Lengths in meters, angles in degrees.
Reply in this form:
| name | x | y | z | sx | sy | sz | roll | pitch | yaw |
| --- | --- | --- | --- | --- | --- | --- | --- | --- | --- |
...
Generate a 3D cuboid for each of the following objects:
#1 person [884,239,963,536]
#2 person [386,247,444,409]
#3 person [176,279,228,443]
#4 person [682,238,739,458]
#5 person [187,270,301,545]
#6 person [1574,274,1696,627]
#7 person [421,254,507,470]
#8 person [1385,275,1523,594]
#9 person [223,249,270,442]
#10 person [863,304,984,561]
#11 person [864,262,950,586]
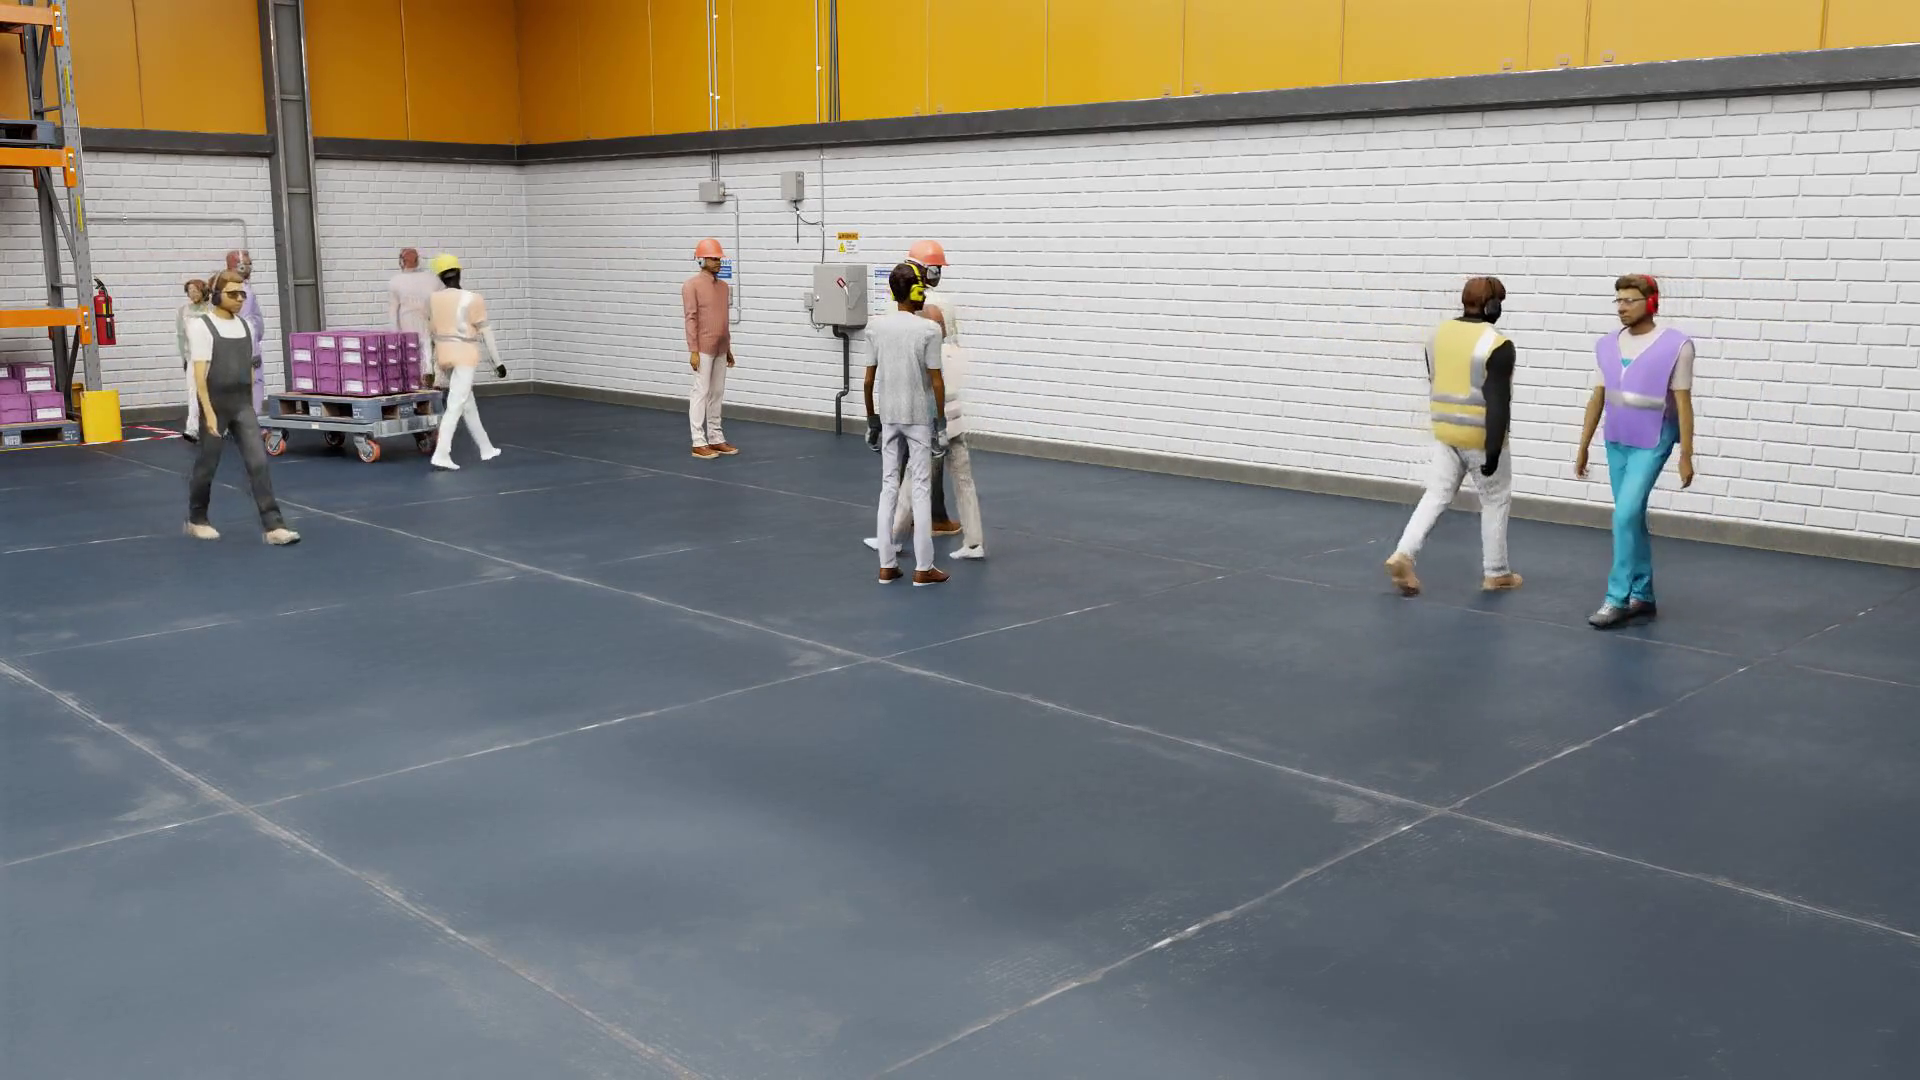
| name | x | y | z | sx | sy | sz | roll | pitch | yaw |
| --- | --- | --- | --- | --- | --- | --- | --- | --- | --- |
| person | -0.241 | -1.027 | 11.267 | 0.616 | 1.993 | 0.395 | 9 | 13 | 39 |
| person | -6.181 | -2.378 | 18.920 | 0.653 | 1.887 | 0.725 | -7 | 12 | -33 |
| person | -7.441 | -1.761 | 16.365 | 0.514 | 1.586 | 0.880 | -1 | 10 | -7 |
| person | -2.286 | -1.753 | 15.226 | 0.375 | 1.995 | 0.611 | 5 | 12 | 27 |
| person | -4.796 | -0.852 | 10.873 | 0.962 | 1.803 | 0.537 | 6 | 12 | 30 |
| person | 3.438 | -0.458 | 8.632 | 0.744 | 1.815 | 0.610 | -5 | 12 | -26 |
| person | -4.394 | -1.556 | 14.551 | 0.609 | 1.860 | 1.030 | 4 | 11 | 22 |
| person | 2.817 | -0.581 | 9.355 | 0.883 | 1.810 | 0.618 | -6 | 12 | -32 |
| person | -7.010 | -1.869 | 16.148 | 0.607 | 1.891 | 0.657 | -9 | 14 | -42 |
| person | -0.218 | -0.664 | 10.362 | 0.845 | 1.593 | 0.540 | 5 | 12 | 26 |
| person | -0.305 | -0.661 | 9.646 | 0.537 | 1.859 | 0.314 | 5 | 11 | 23 |
